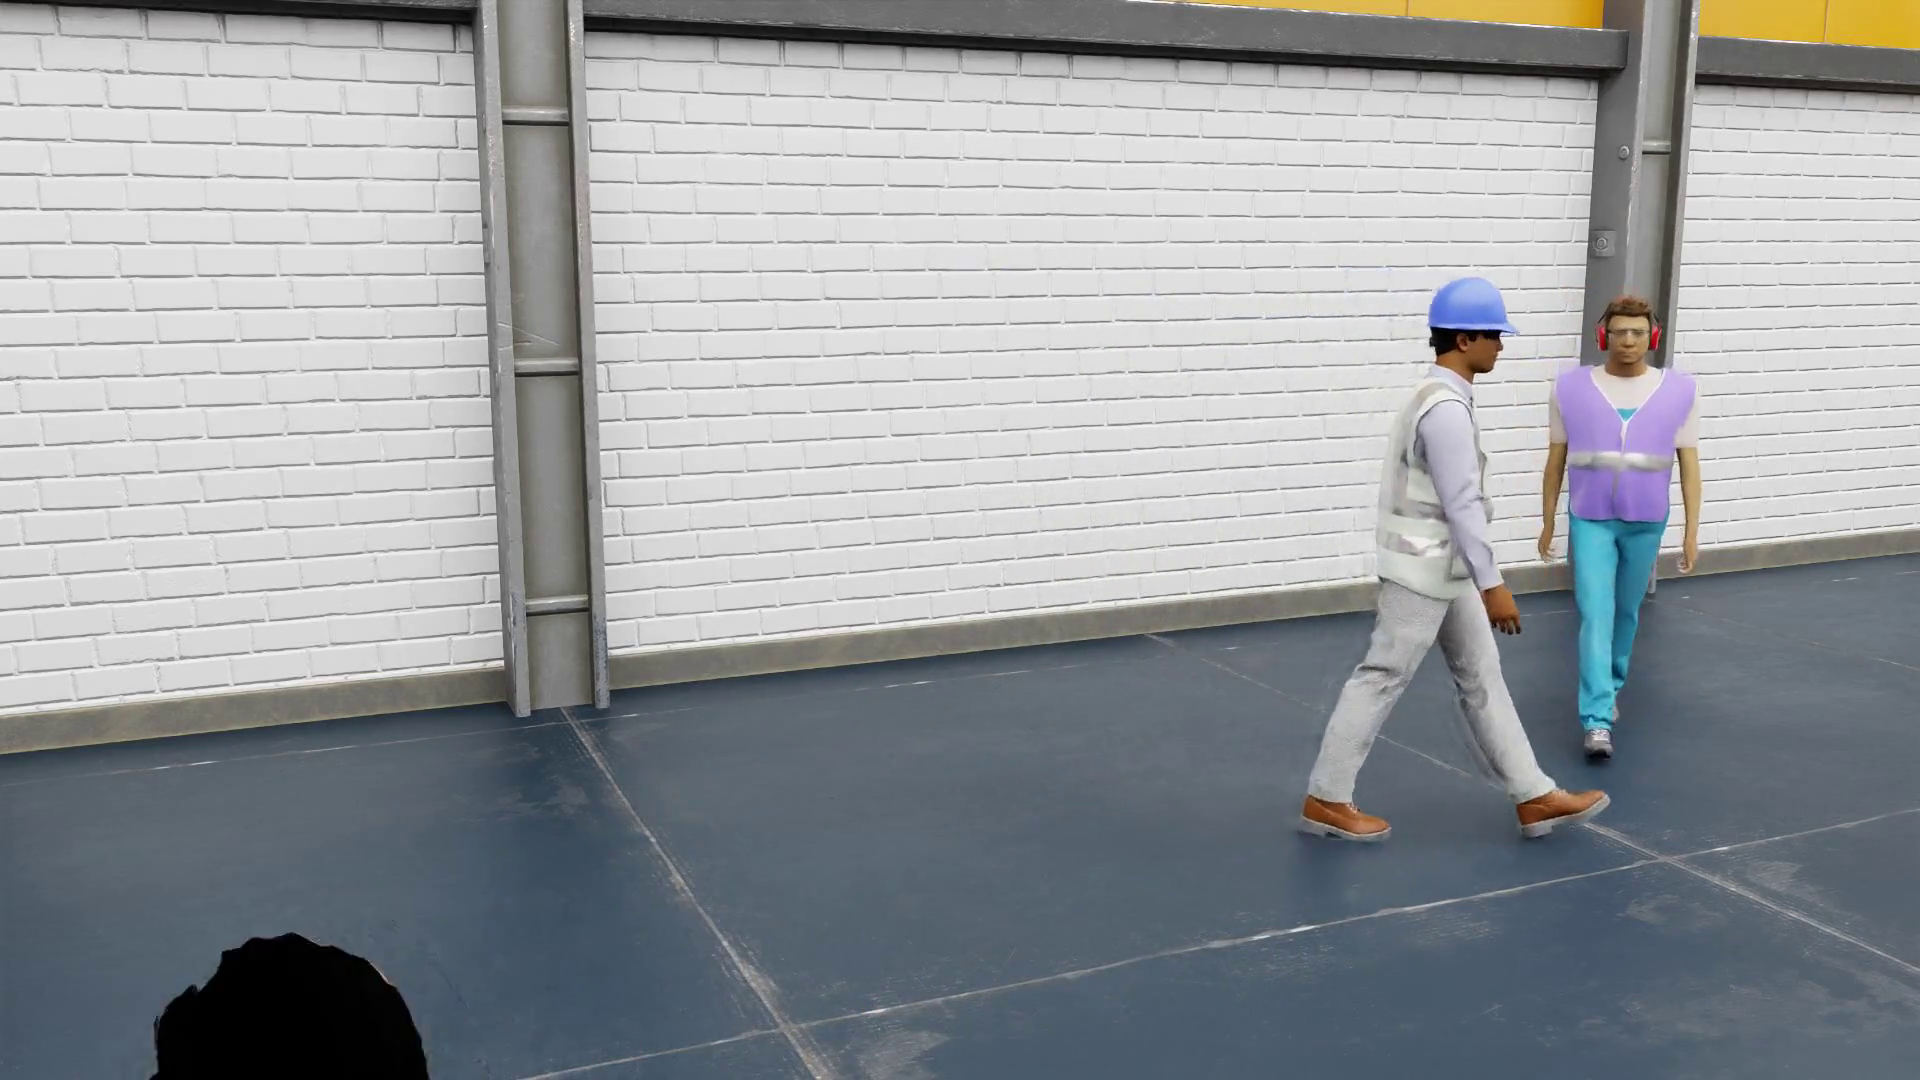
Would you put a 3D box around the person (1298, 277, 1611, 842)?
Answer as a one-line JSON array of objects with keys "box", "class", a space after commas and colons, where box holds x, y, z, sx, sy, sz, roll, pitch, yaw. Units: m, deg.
[{"box": [1.631, 0.096, 5.473, 1.020, 1.889, 0.613, 3, 11, 17], "class": "person"}]

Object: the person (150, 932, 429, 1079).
[{"box": [-0.436, 1.028, 1.053, 0.538, 1.623, 0.432, 9, 13, 40], "class": "person"}]

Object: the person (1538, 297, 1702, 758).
[{"box": [2.646, -0.071, 6.668, 0.587, 1.791, 0.961, 3, 11, 15], "class": "person"}]
